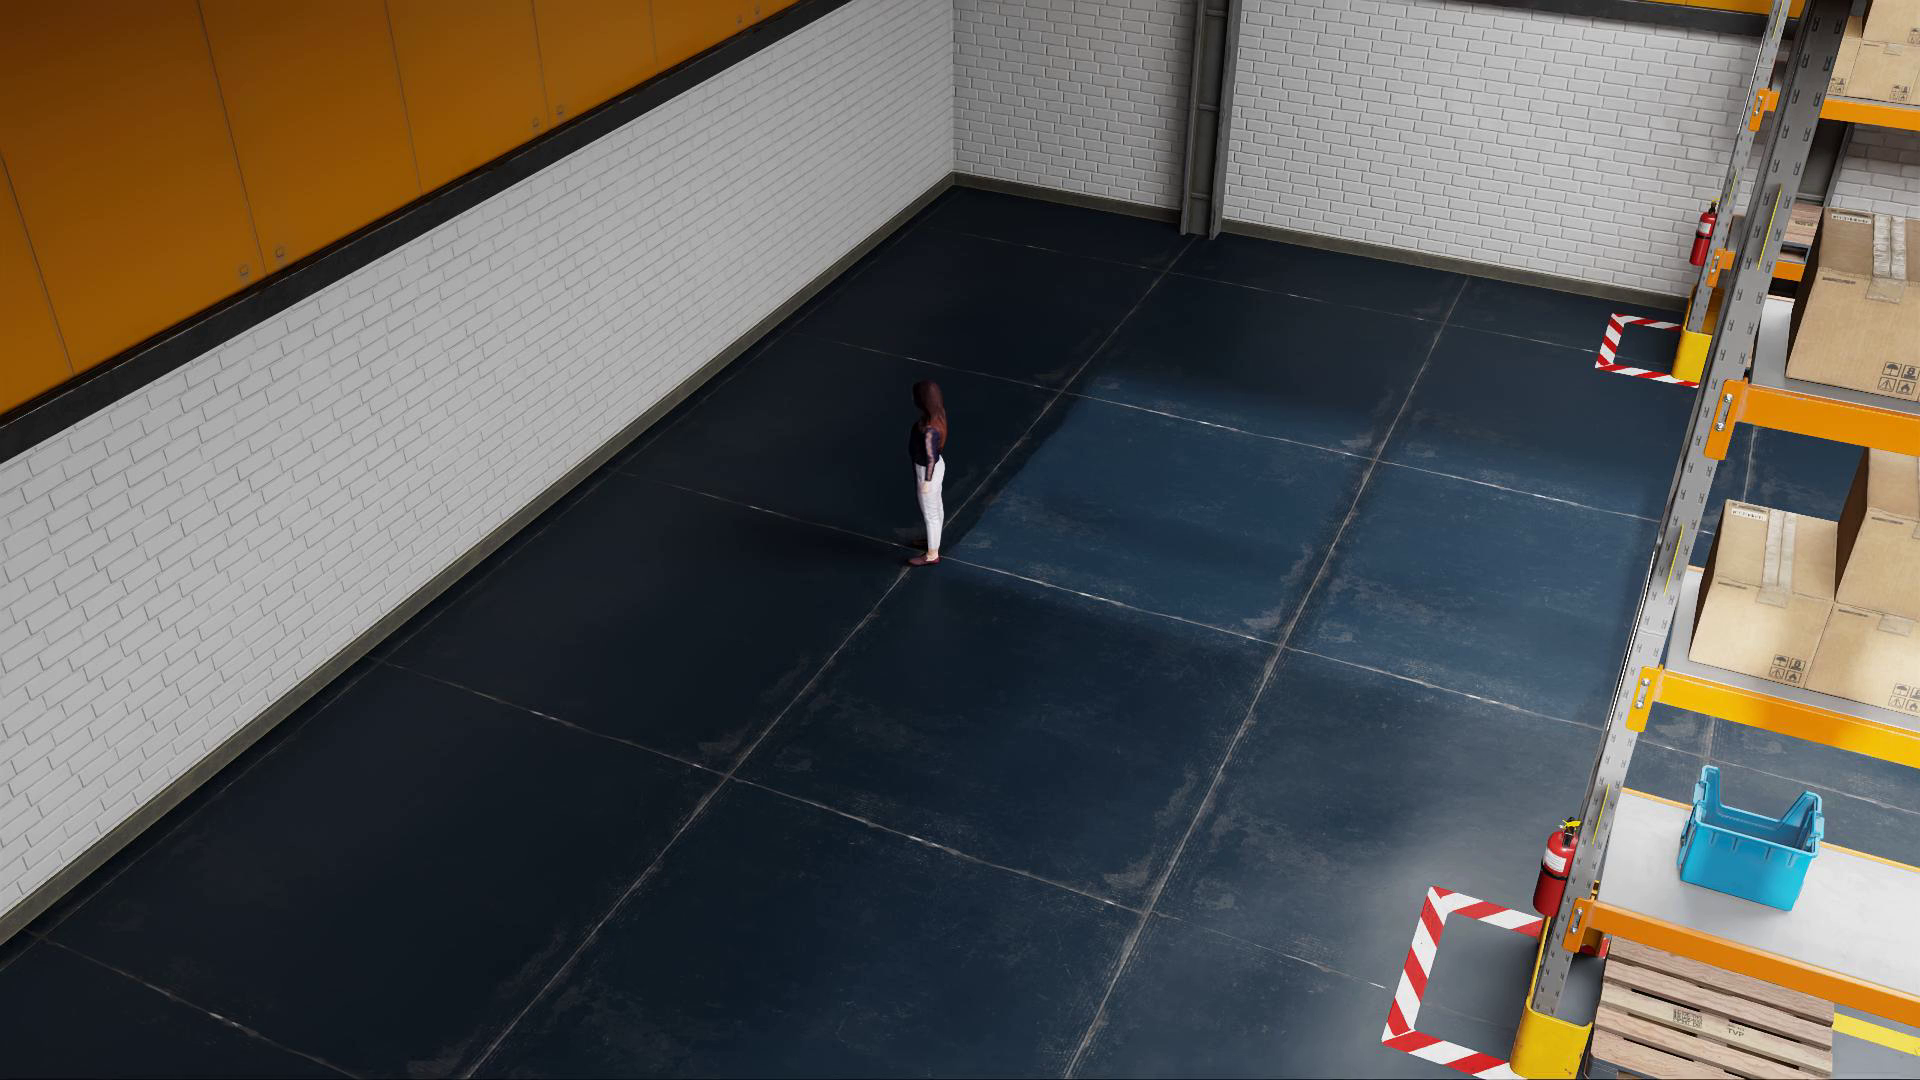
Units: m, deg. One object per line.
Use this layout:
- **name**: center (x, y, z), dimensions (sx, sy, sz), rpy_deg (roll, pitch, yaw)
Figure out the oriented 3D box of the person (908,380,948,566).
- **person**: center (-0.259, -0.533, 13.009), dimensions (0.646, 1.611, 0.664), rpy_deg (3, 34, 5)
